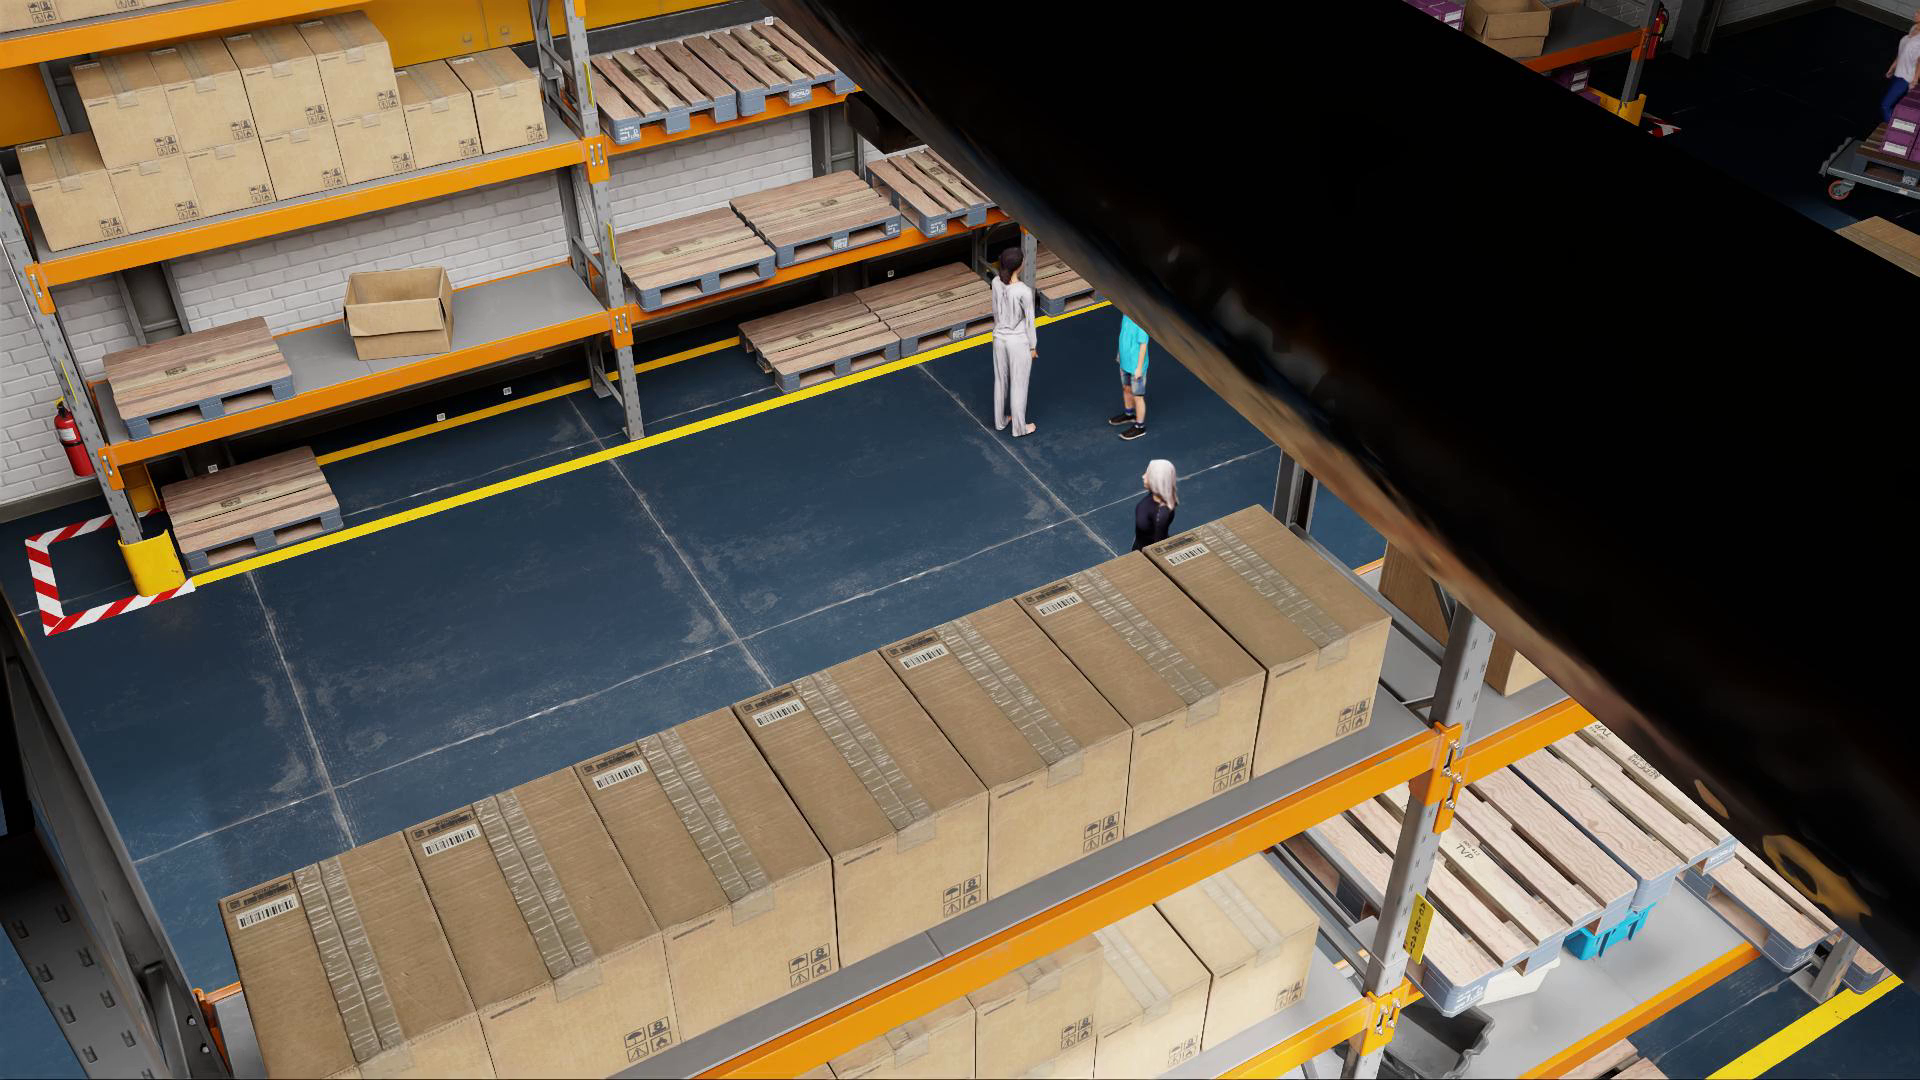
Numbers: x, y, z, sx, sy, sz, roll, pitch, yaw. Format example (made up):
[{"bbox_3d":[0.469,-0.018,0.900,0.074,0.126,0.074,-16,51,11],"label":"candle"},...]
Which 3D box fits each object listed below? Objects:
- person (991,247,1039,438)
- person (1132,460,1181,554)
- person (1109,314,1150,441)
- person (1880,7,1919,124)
[{"bbox_3d":[0.440,-1.666,14.007,0.655,1.774,0.648,28,46,30],"label":"person"},{"bbox_3d":[1.358,0.145,11.761,0.723,1.746,0.698,0,39,1],"label":"person"},{"bbox_3d":[1.485,-1.550,14.123,0.496,1.448,0.525,-17,42,-20],"label":"person"},{"bbox_3d":[10.527,-5.093,18.378,0.759,1.675,0.720,4,39,5],"label":"person"}]
